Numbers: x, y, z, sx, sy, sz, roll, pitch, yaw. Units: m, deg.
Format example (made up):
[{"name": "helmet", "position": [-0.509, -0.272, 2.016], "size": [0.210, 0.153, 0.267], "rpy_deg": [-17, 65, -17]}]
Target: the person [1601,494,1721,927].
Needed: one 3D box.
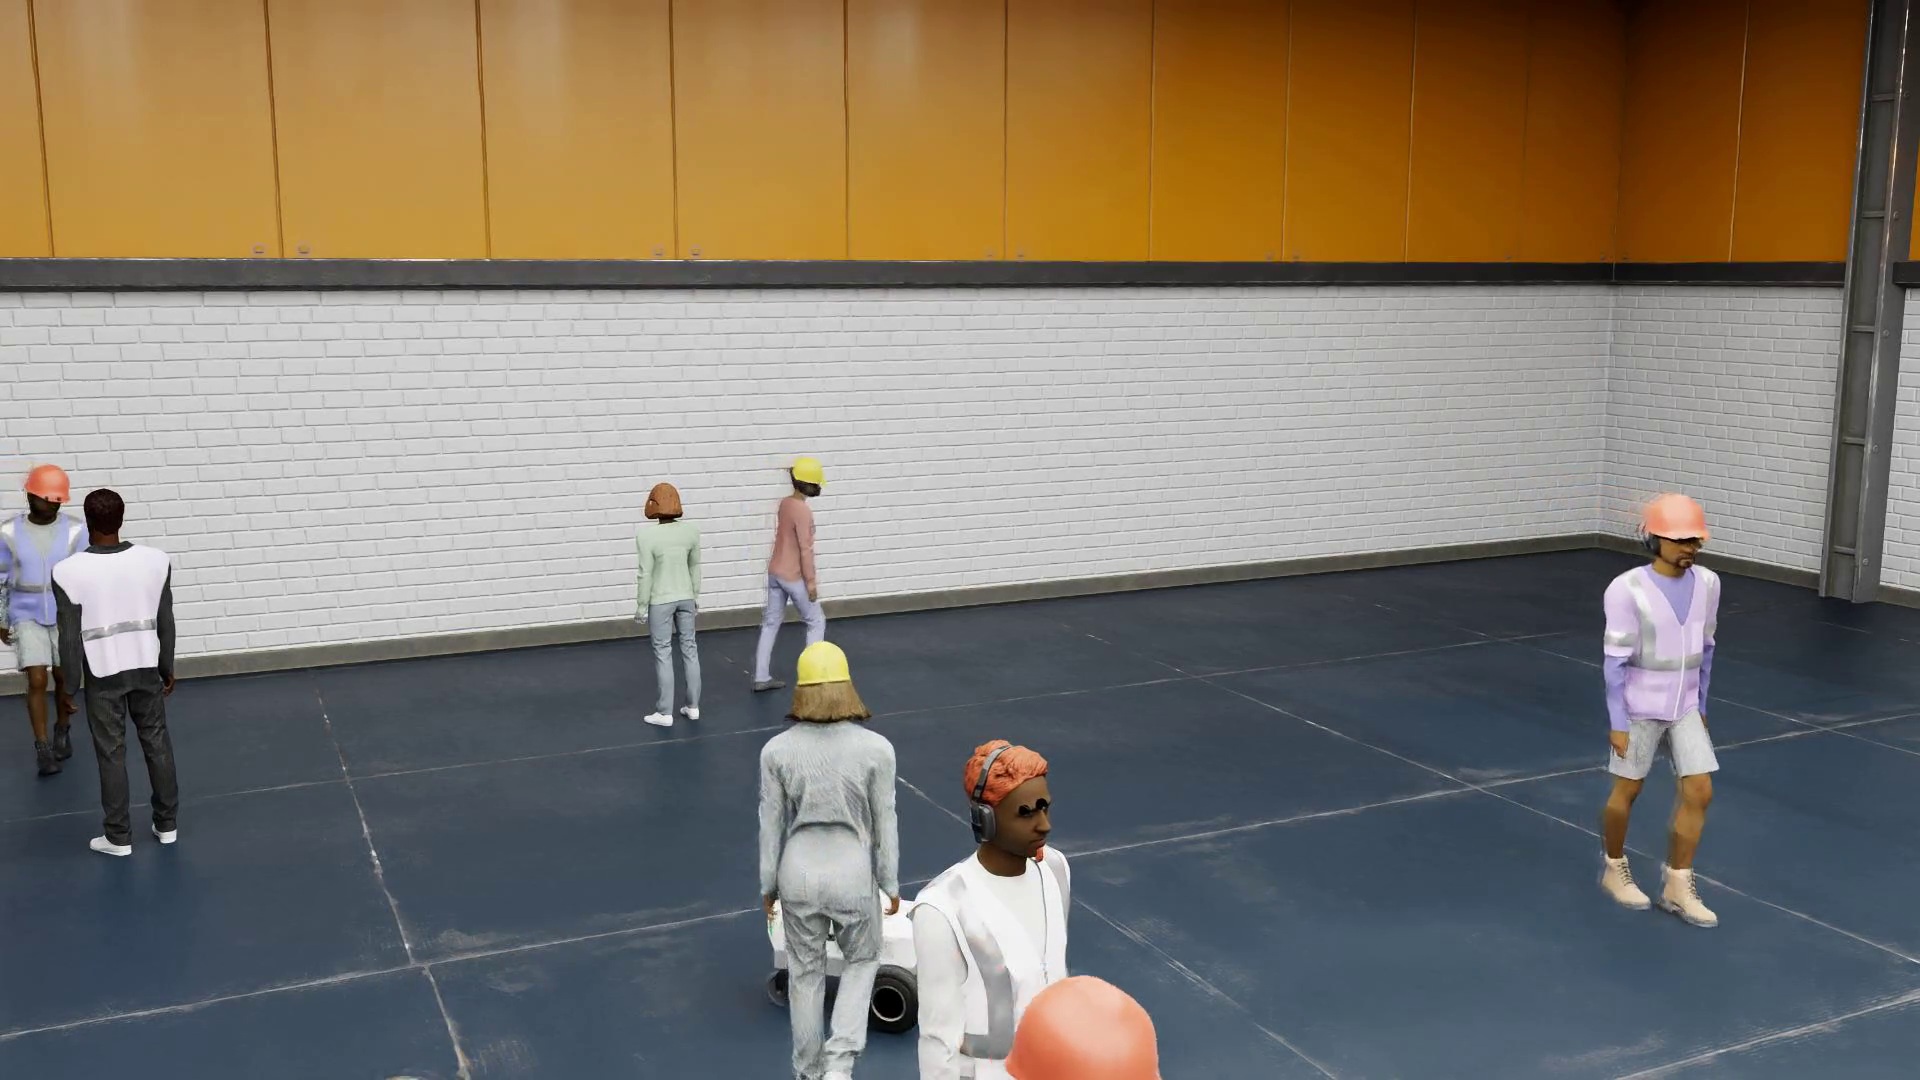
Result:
[{"name": "person", "position": [3.289, 0.792, 7.721], "size": [0.635, 2.012, 0.774], "rpy_deg": [-2, 9, -14]}]

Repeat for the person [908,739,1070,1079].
[{"name": "person", "position": [0.110, 1.429, 4.196], "size": [0.355, 1.882, 0.575], "rpy_deg": [6, 11, 35]}]

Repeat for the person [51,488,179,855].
[{"name": "person", "position": [-4.380, 0.689, 8.674], "size": [0.399, 1.920, 0.589], "rpy_deg": [8, 12, 42]}]

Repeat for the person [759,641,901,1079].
[{"name": "person", "position": [-0.469, 1.224, 5.935], "size": [0.513, 1.717, 0.466], "rpy_deg": [1, 9, 5]}]

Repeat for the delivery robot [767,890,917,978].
[{"name": "delivery robot", "position": [-0.428, 1.613, 6.866], "size": [0.707, 0.478, 0.477], "rpy_deg": [3, 10, 18]}]

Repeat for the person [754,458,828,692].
[{"name": "person", "position": [-1.150, 0.268, 11.889], "size": [0.629, 1.716, 0.536], "rpy_deg": [-5, 10, -28]}]

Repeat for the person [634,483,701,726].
[{"name": "person", "position": [-1.954, 0.429, 11.166], "size": [0.498, 1.634, 0.278], "rpy_deg": [-9, 12, -43]}]

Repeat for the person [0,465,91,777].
[{"name": "person", "position": [-5.521, 0.474, 10.085], "size": [0.560, 1.882, 0.883], "rpy_deg": [-5, 11, -31]}]

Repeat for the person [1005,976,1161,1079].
[{"name": "person", "position": [0.145, 1.633, 2.905], "size": [0.541, 1.898, 0.962], "rpy_deg": [-5, 10, -27]}]
